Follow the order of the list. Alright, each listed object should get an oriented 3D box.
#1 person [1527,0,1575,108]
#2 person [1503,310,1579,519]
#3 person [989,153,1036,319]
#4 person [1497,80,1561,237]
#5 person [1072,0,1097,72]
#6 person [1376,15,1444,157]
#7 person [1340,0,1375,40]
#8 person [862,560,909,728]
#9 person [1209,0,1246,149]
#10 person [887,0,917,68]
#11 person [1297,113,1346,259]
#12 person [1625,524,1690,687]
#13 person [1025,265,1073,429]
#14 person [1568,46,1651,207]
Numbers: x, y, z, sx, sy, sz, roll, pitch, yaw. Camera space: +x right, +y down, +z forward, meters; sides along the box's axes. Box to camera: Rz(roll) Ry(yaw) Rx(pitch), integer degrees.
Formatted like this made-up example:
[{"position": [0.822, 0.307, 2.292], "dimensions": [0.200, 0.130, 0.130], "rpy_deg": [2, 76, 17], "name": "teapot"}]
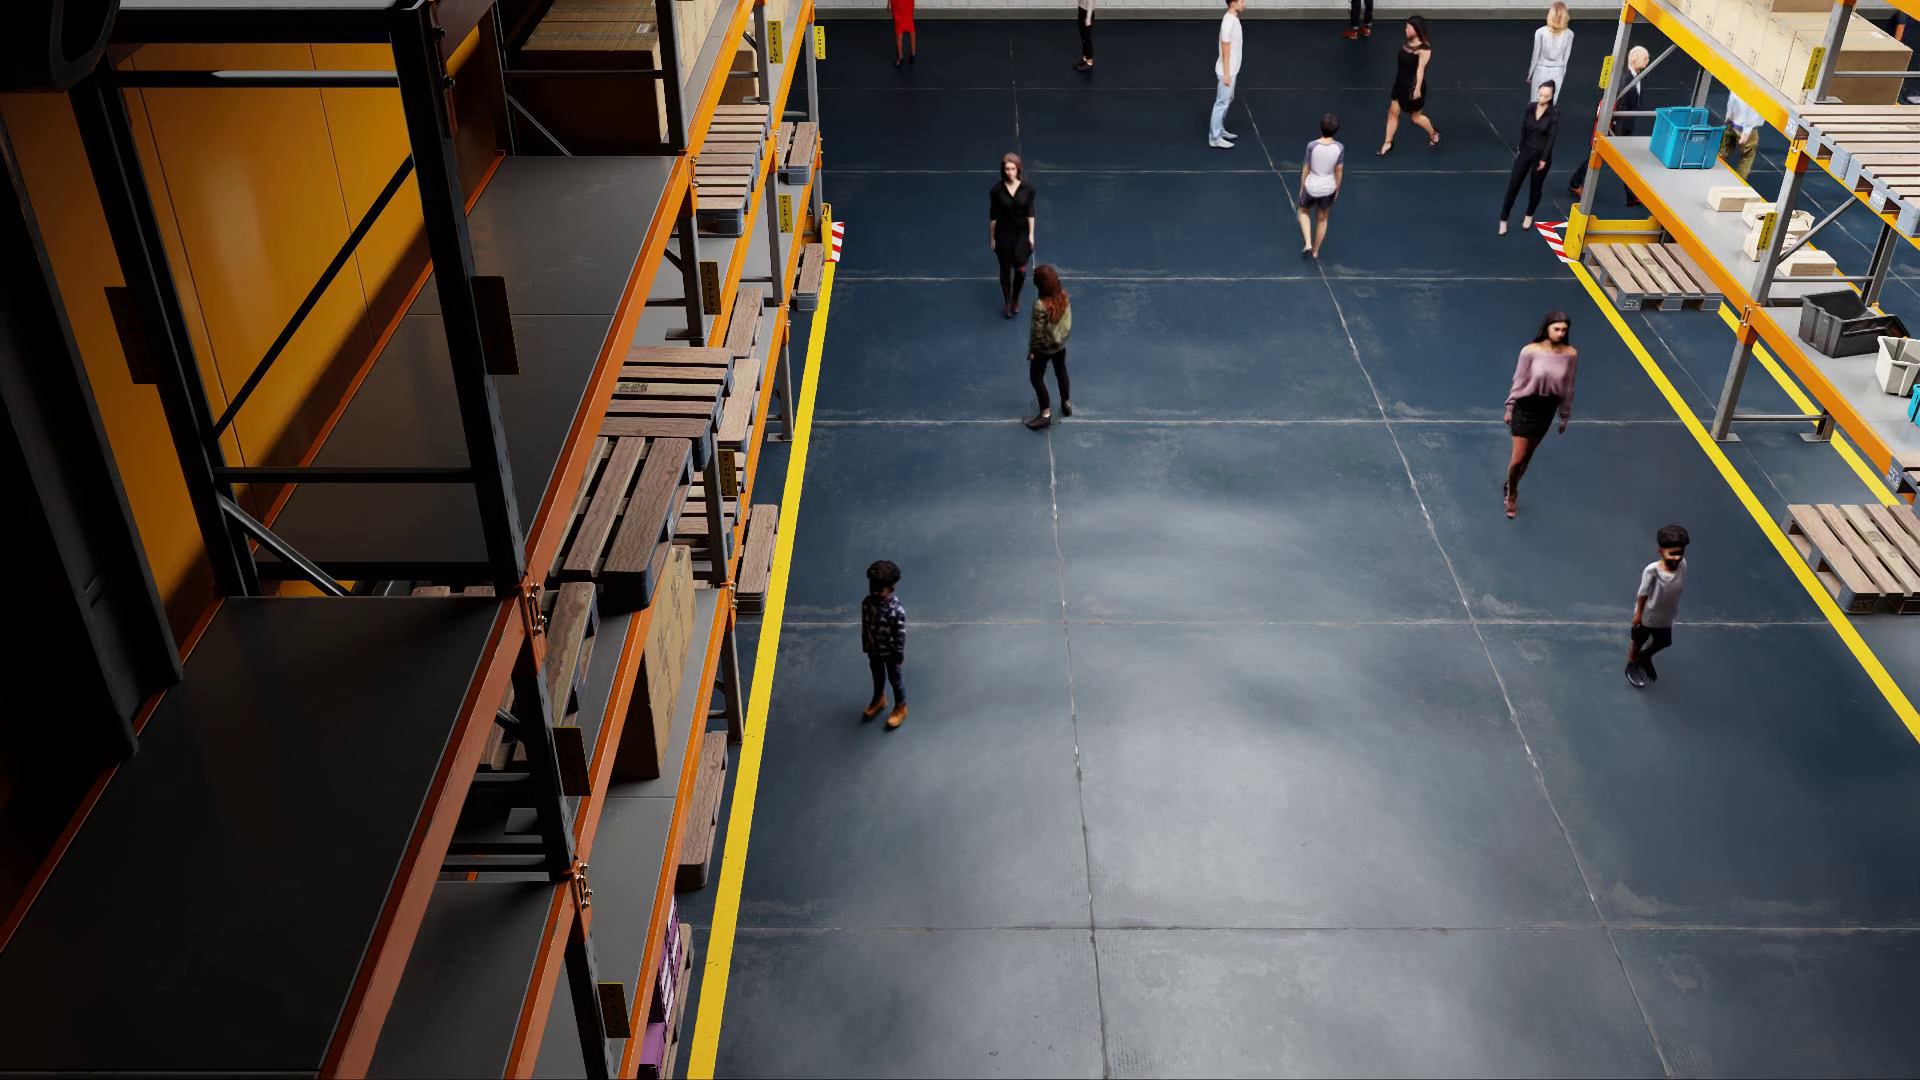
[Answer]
[{"position": [6.989, -5.503, 19.792], "dimensions": [0.627, 1.796, 0.563], "rpy_deg": [7, 34, 10], "name": "person"}, {"position": [4.472, -1.019, 13.047], "dimensions": [0.663, 1.793, 0.678], "rpy_deg": [2, 34, 3], "name": "person"}, {"position": [0.492, -2.947, 16.038], "dimensions": [0.595, 1.694, 0.611], "rpy_deg": [-1, 34, -2], "name": "person"}, {"position": [6.164, -4.075, 17.743], "dimensions": [0.865, 1.685, 0.960], "rpy_deg": [24, 41, 32], "name": "person"}, {"position": [1.718, -7.117, 22.503], "dimensions": [0.645, 1.481, 0.479], "rpy_deg": [-7, 34, -10], "name": "person"}, {"position": [5.397, -5.323, 19.621], "dimensions": [0.896, 1.684, 1.060], "rpy_deg": [-8, 34, -12], "name": "person"}, {"position": [5.806, -8.081, 23.653], "dimensions": [0.820, 1.815, 0.857], "rpy_deg": [-24, 41, -32], "name": "person"}, {"position": [-0.491, 0.673, 10.994], "dimensions": [0.563, 1.248, 0.600], "rpy_deg": [20, 39, 27], "name": "person"}, {"position": [3.205, -5.675, 19.994], "dimensions": [0.785, 1.858, 0.594], "rpy_deg": [9, 35, 13], "name": "person"}, {"position": [-0.785, -7.308, 22.555], "dimensions": [0.654, 1.743, 0.668], "rpy_deg": [-19, 38, -26], "name": "person"}, {"position": [3.720, -3.623, 17.185], "dimensions": [0.593, 1.550, 0.614], "rpy_deg": [3, 34, 4], "name": "person"}, {"position": [4.740, 0.413, 11.384], "dimensions": [0.526, 1.250, 0.522], "rpy_deg": [-6, 34, -9], "name": "person"}, {"position": [0.759, -1.676, 14.336], "dimensions": [0.833, 1.461, 0.764], "rpy_deg": [18, 38, 25], "name": "person"}, {"position": [7.216, -4.573, 18.425], "dimensions": [1.254, 1.760, 1.238], "rpy_deg": [25, 41, 33], "name": "person"}]
